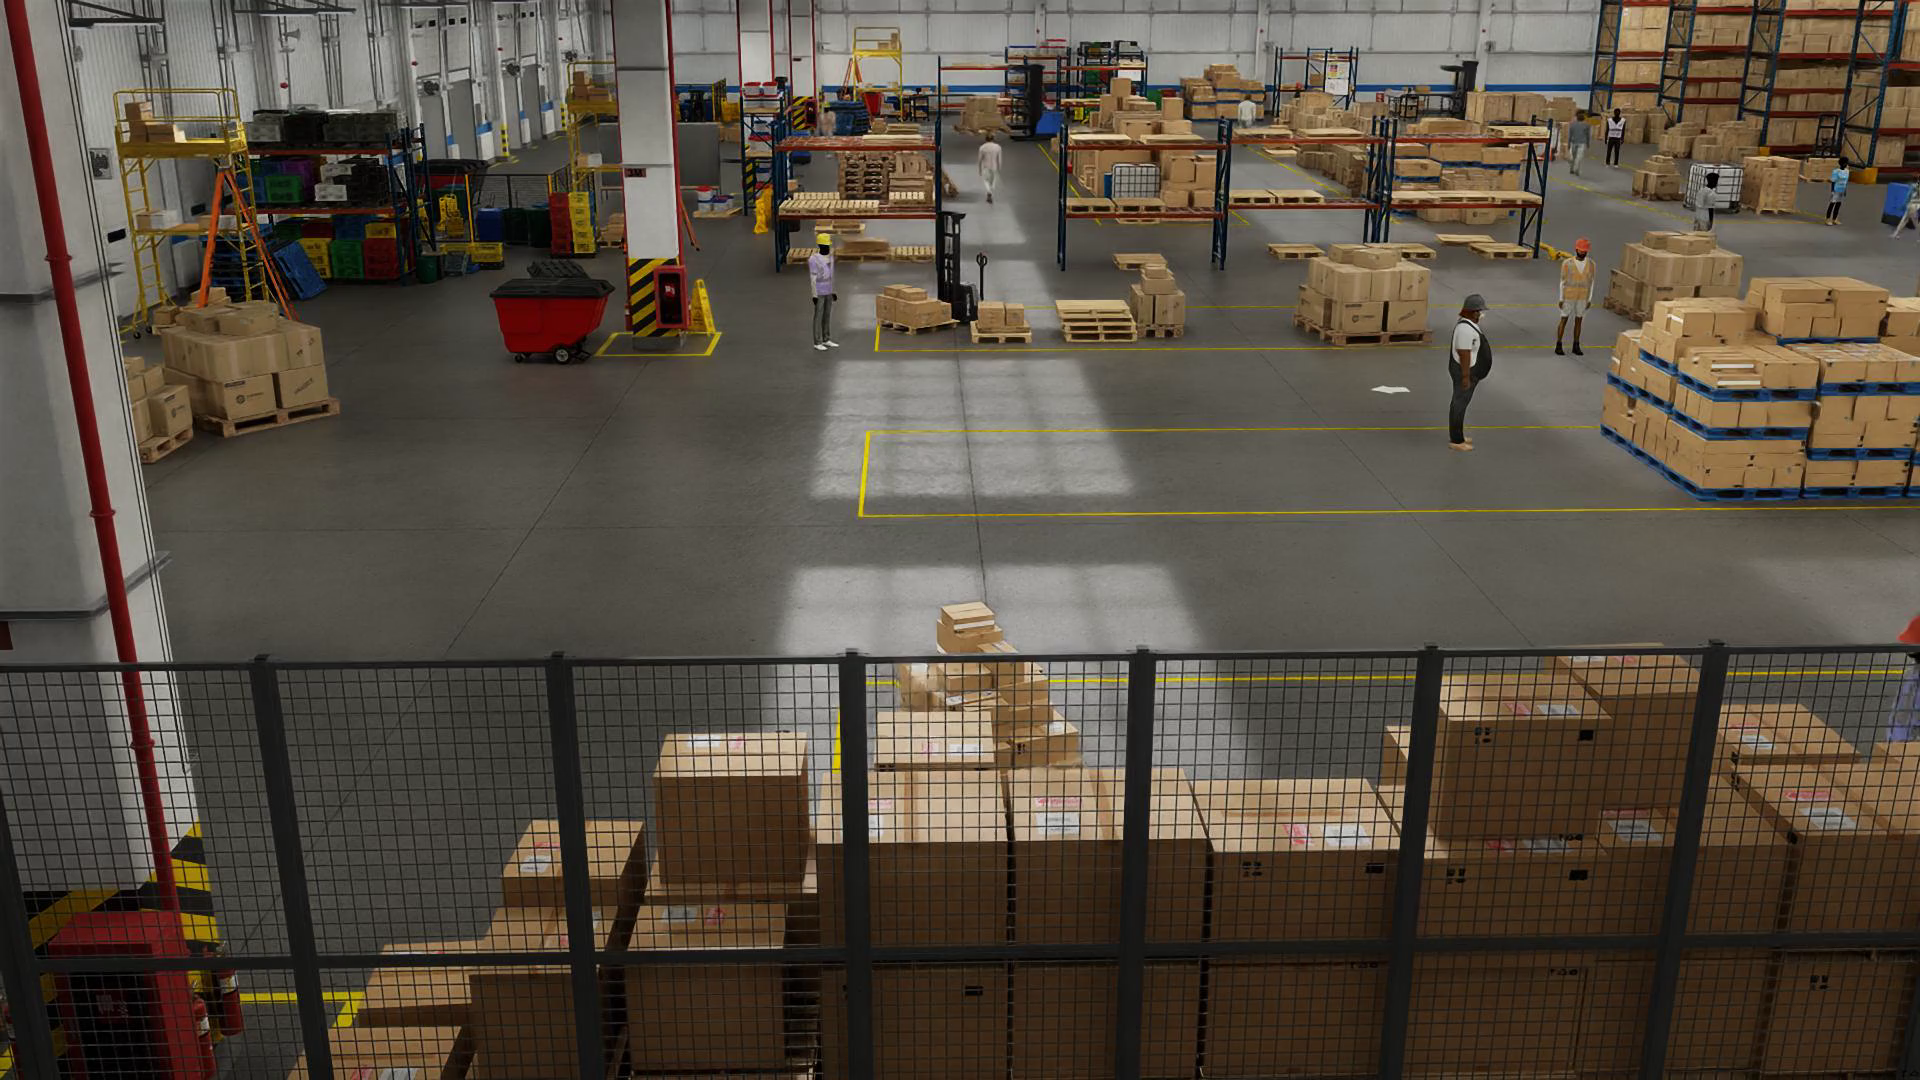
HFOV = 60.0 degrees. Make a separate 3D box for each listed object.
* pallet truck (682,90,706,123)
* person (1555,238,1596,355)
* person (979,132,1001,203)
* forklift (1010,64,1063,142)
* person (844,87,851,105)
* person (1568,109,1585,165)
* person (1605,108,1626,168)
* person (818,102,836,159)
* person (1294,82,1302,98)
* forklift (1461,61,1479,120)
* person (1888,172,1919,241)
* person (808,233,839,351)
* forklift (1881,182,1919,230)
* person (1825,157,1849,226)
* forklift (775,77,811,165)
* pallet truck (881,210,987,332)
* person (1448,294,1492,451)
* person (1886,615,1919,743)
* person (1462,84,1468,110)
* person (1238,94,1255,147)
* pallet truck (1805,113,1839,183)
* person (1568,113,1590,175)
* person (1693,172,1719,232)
[{"bbox_3d":[-9.671,-15.907,62.421,0.823,1.965,1.885,5,19,15],"label":"pallet truck"},{"bbox_3d":[10.029,-3.955,27.081,0.541,1.928,0.398,0,19,1],"label":"person"},{"bbox_3d":[0.827,-10.190,45.578,0.632,1.923,0.586,-4,19,-10],"label":"person"},{"bbox_3d":[2.918,-16.563,63.005,1.873,2.768,1.129,-3,19,-7],"label":"forklift"},{"bbox_3d":[-4.609,-17.681,68.146,0.321,1.697,0.535,-6,19,-16],"label":"person"},{"bbox_3d":[20.418,-13.314,54.991,0.452,1.828,0.630,2,19,6],"label":"person"},{"bbox_3d":[21.348,-13.105,54.252,0.595,1.914,0.404,6,19,16],"label":"person"},{"bbox_3d":[-4.593,-14.044,57.053,0.595,1.889,0.923,5,19,15],"label":"person"},{"bbox_3d":[13.443,-17.196,66.249,0.379,1.996,0.611,-6,19,-17],"label":"person"},{"bbox_3d":[20.149,-17.581,66.025,1.873,2.768,1.129,-1,19,-2],"label":"forklift"},{"bbox_3d":[22.486,-7.858,39.165,0.531,1.599,0.859,-17,25,-42],"label":"person"},{"bbox_3d":[-2.254,-4.124,27.574,0.366,1.927,0.585,12,22,31],"label":"person"},{"bbox_3d":[24.028,-9.092,40.844,1.873,2.768,1.129,-1,19,-2],"label":"forklift"},{"bbox_3d":[21.910,-8.690,41.474,0.540,1.696,0.315,-9,20,-24],"label":"person"},{"bbox_3d":[-5.920,-13.893,55.085,1.873,2.768,1.129,-1,19,-1],"label":"forklift"},{"bbox_3d":[-0.493,-4.759,29.349,1.885,1.965,0.823,-13,23,-34],"label":"pallet truck"},{"bbox_3d":[6.646,-2.199,21.687,0.536,2.000,0.673,5,19,15],"label":"person"},{"bbox_3d":[6.424,1.386,11.239,0.453,1.916,0.583,8,20,22],"label":"person"},{"bbox_3d":[20.069,-17.203,66.364,0.368,1.936,0.549,-10,21,-28],"label":"person"},{"bbox_3d":[10.564,-15.502,61.393,0.632,1.898,1.027,6,19,16],"label":"person"},{"bbox_3d":[26.403,-11.957,50.702,0.823,1.965,1.885,6,19,16],"label":"pallet truck"},{"bbox_3d":[19.453,-12.464,52.336,0.639,1.916,0.750,10,21,28],"label":"person"},{"bbox_3d":[16.070,-6.943,35.899,0.379,1.958,0.606,-2,19,-5],"label":"person"}]
